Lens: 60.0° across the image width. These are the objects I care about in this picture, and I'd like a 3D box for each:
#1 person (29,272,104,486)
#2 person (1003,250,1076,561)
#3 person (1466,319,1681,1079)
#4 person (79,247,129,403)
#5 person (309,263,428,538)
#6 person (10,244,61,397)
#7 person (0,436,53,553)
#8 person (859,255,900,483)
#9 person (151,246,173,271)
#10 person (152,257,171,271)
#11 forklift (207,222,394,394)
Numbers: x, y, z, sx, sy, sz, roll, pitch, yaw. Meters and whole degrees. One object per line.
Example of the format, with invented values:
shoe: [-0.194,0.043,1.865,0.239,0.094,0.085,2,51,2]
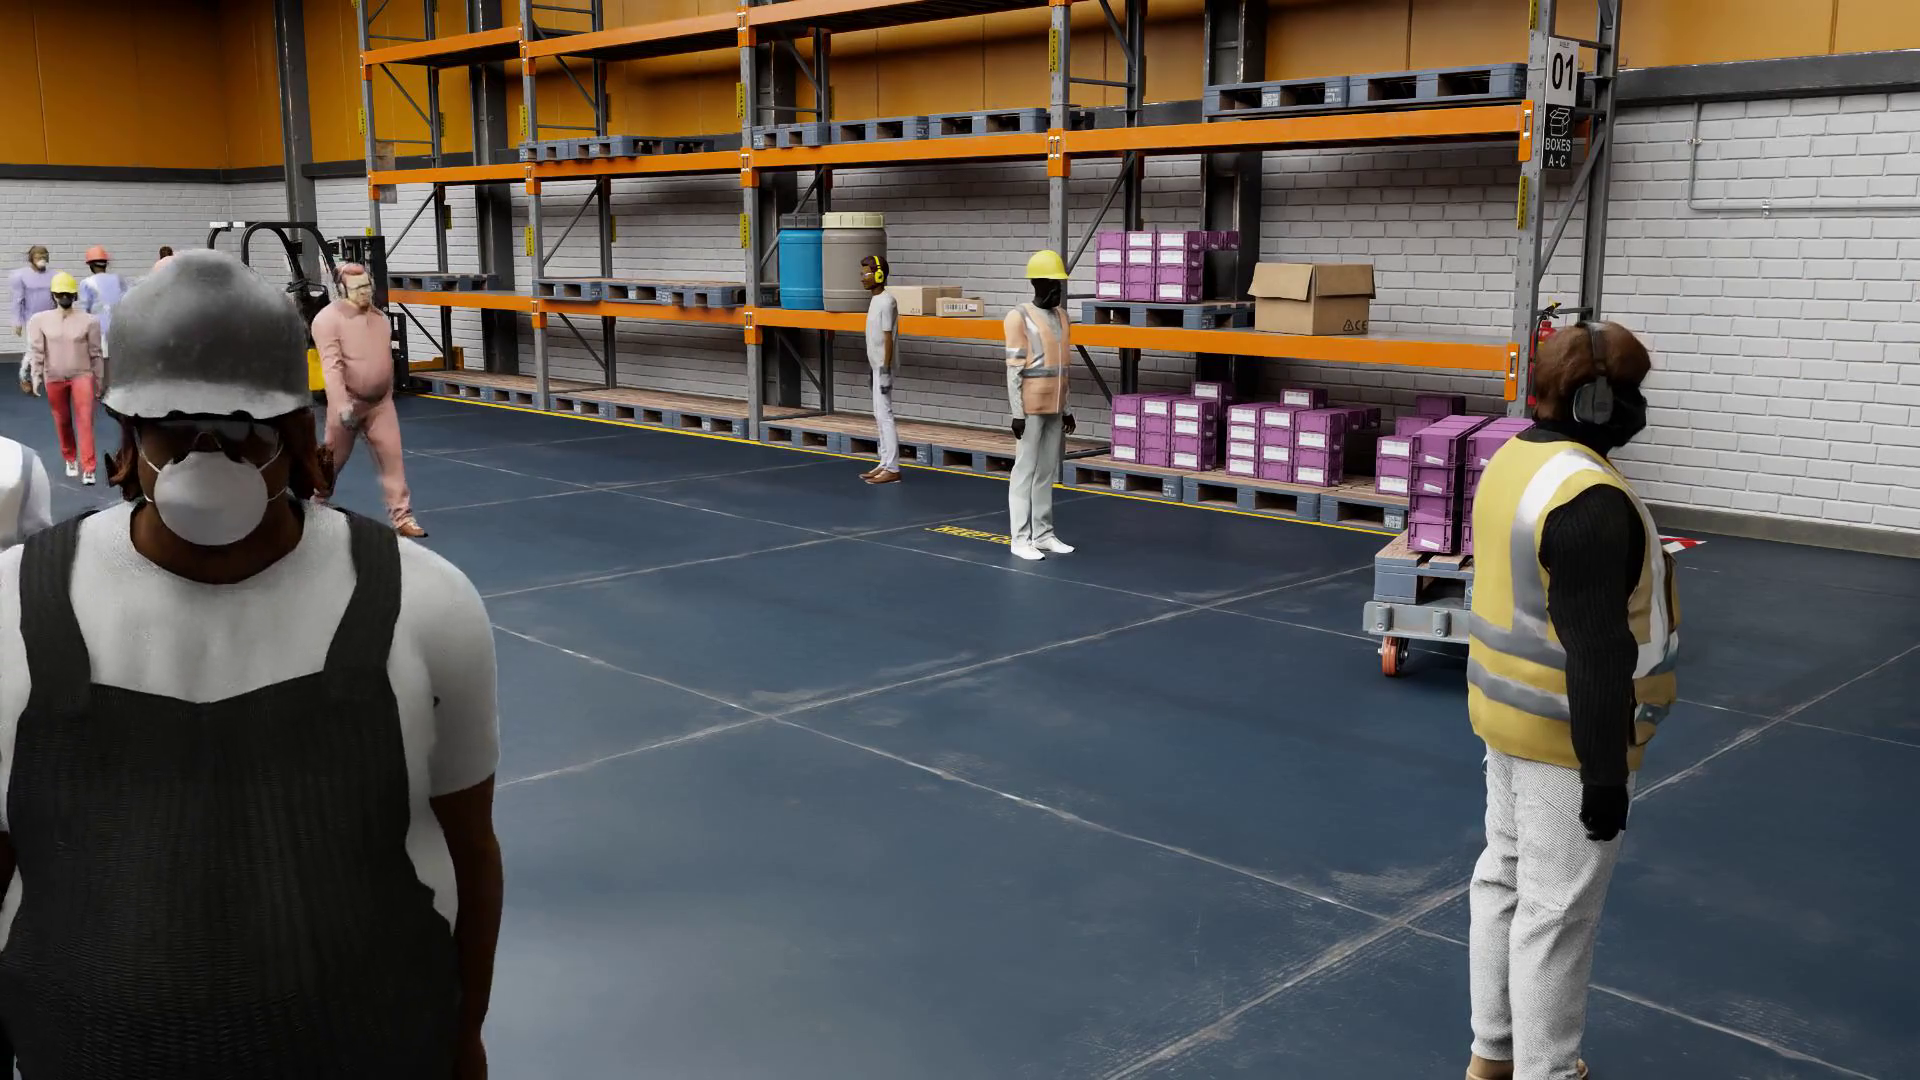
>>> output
person: [-7.349,-1.343,13.725,0.527,1.725,0.881,-4,11,-23]
person: [0.520,-0.846,10.465,0.369,1.928,0.585,9,13,39]
person: [1.351,0.438,3.704,0.429,1.844,0.624,0,10,0]
person: [-9.991,-2.478,19.496,0.934,1.878,0.561,7,12,33]
person: [-4.092,-0.946,11.247,1.028,1.854,0.632,7,13,34]
person: [-11.459,-2.710,20.682,0.702,1.909,0.649,8,13,37]
person: [-2.641,0.334,4.333,0.598,1.824,0.403,-8,13,-36]
person: [-0.657,-1.395,13.649,0.325,1.862,0.514,-3,11,-14]
person: [-12.717,-3.797,26.800,0.507,1.840,0.344,-1,10,-8]
person: [-4.949,-0.842,10.566,0.974,1.896,0.550,10,14,42]
forklift: [-8.169,-2.758,20.163,2.313,2.155,1.214,-10,14,-44]
